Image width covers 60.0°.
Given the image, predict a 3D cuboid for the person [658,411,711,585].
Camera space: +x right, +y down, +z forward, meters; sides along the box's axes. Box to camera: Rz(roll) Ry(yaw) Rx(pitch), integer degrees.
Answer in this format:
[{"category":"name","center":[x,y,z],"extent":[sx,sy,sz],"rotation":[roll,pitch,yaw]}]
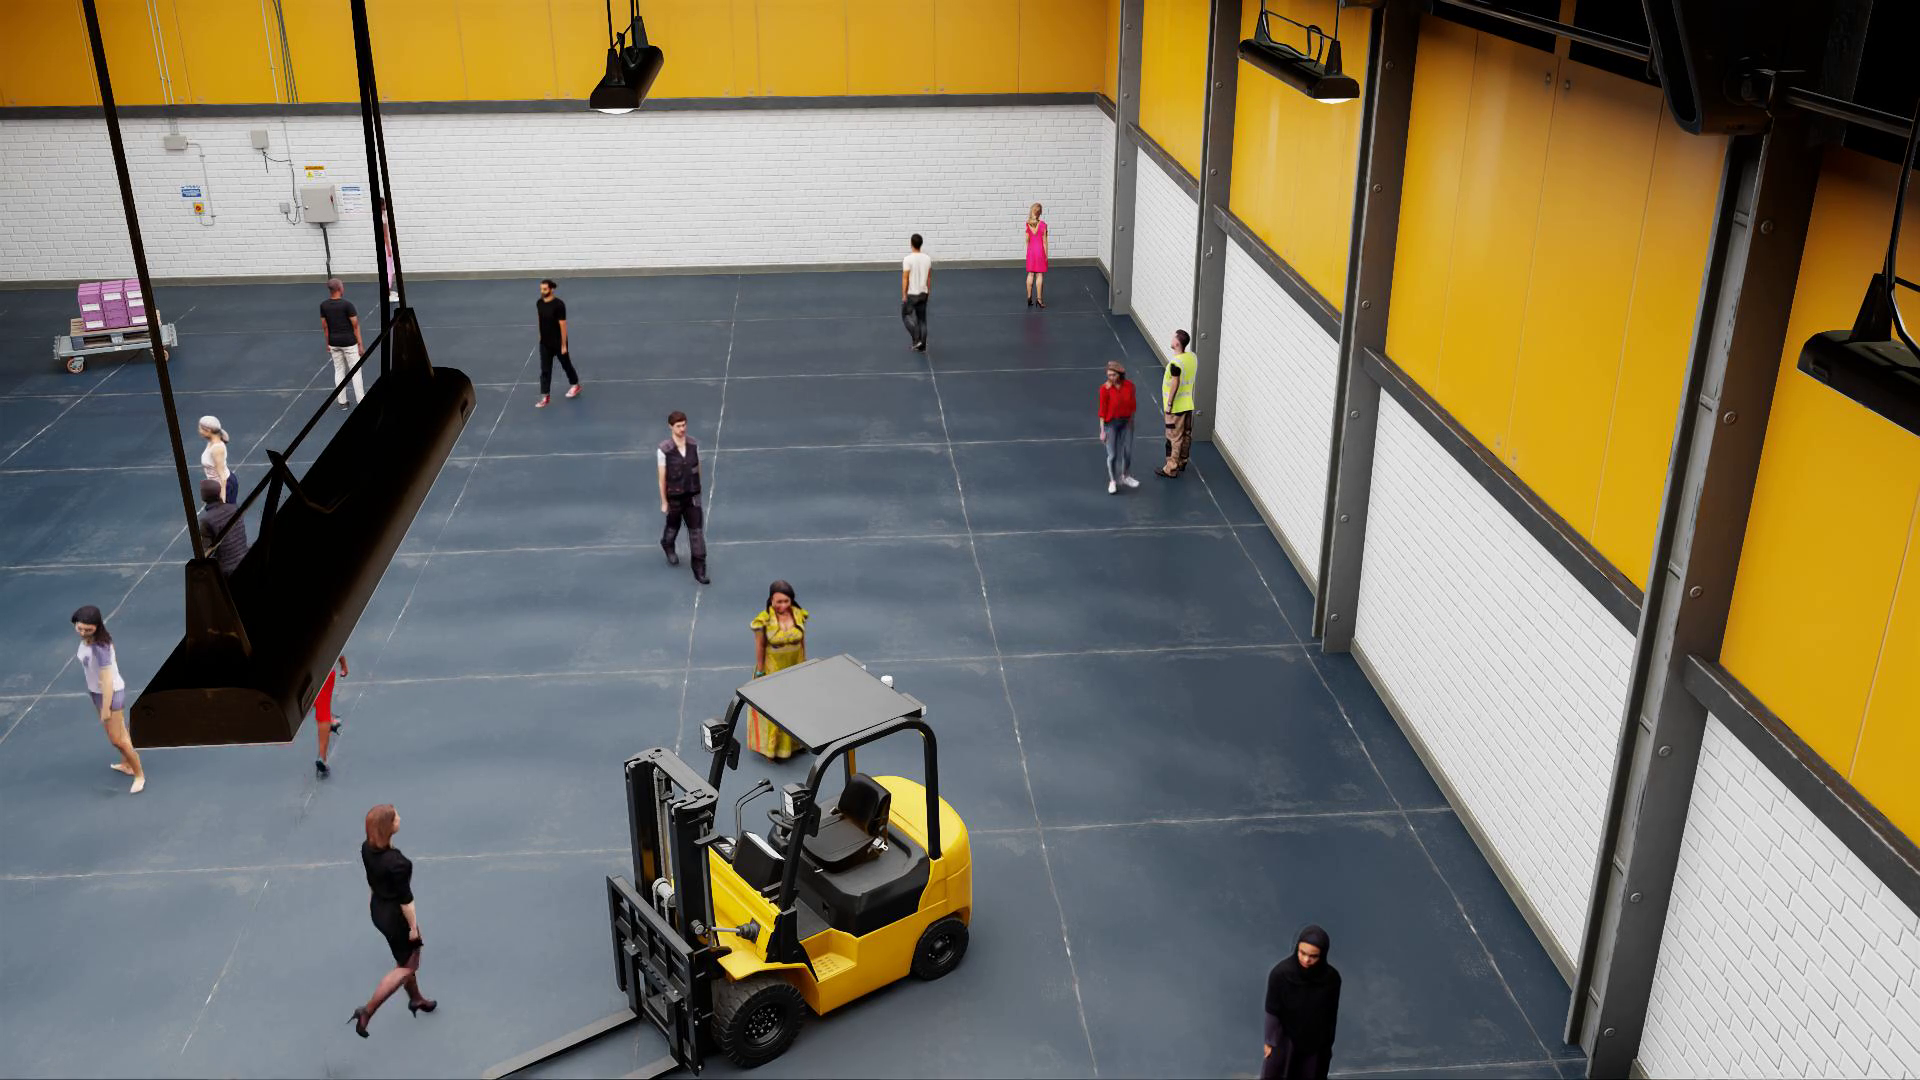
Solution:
[{"category":"person","center":[-2.995,-0.490,17.608],"extent":[1.024,1.810,1.290],"rotation":[-14,27,-28]}]

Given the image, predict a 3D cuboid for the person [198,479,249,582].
[{"category":"person","center":[-6.874,0.311,15.789],"extent":[1.089,1.800,1.136],"rotation":[10,25,21]}]

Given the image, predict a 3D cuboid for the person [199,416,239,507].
[{"category":"person","center":[-7.879,-0.538,17.849],"extent":[0.730,1.706,0.595],"rotation":[-11,26,-24]}]

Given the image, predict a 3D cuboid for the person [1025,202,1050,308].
[{"category":"person","center":[1.250,-4.693,27.325],"extent":[0.663,1.729,0.713],"rotation":[16,28,32]}]

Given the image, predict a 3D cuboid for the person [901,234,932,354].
[{"category":"person","center":[-0.611,-3.659,24.882],"extent":[0.783,1.790,0.810],"rotation":[-14,27,-29]}]

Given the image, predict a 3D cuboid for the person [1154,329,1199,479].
[{"category":"person","center":[2.658,-1.679,20.283],"extent":[0.917,1.847,0.852],"rotation":[16,28,32]}]

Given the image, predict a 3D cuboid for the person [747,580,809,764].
[{"category":"person","center":[-1.516,1.091,14.182],"extent":[0.990,1.658,0.990],"rotation":[-15,28,-31]}]

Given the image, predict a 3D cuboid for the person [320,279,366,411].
[{"category":"person","center":[-8.366,-2.649,22.557],"extent":[0.692,1.802,0.646],"rotation":[2,24,4]}]

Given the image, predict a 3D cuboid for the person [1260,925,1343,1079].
[{"category":"person","center":[2.029,2.972,9.934],"extent":[0.632,1.615,0.615],"rotation":[1,24,2]}]

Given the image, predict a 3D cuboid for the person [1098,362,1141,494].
[{"category":"person","center":[1.884,-1.346,19.752],"extent":[0.774,1.662,0.676],"rotation":[-12,26,-26]}]

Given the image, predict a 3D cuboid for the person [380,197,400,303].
[{"category":"person","center":[-9.516,-4.839,27.649],"extent":[0.657,1.738,0.509],"rotation":[-6,24,-13]}]

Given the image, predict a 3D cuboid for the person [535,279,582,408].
[{"category":"person","center":[-5.512,-2.724,22.836],"extent":[0.993,1.717,1.224],"rotation":[10,26,22]}]

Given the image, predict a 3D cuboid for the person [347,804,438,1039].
[{"category":"person","center":[-3.762,2.526,10.863],"extent":[0.919,1.687,0.989],"rotation":[17,29,34]}]

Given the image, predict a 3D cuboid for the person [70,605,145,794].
[{"category":"person","center":[-7.053,1.251,13.752],"extent":[0.829,1.708,0.715],"rotation":[-13,27,-27]}]
